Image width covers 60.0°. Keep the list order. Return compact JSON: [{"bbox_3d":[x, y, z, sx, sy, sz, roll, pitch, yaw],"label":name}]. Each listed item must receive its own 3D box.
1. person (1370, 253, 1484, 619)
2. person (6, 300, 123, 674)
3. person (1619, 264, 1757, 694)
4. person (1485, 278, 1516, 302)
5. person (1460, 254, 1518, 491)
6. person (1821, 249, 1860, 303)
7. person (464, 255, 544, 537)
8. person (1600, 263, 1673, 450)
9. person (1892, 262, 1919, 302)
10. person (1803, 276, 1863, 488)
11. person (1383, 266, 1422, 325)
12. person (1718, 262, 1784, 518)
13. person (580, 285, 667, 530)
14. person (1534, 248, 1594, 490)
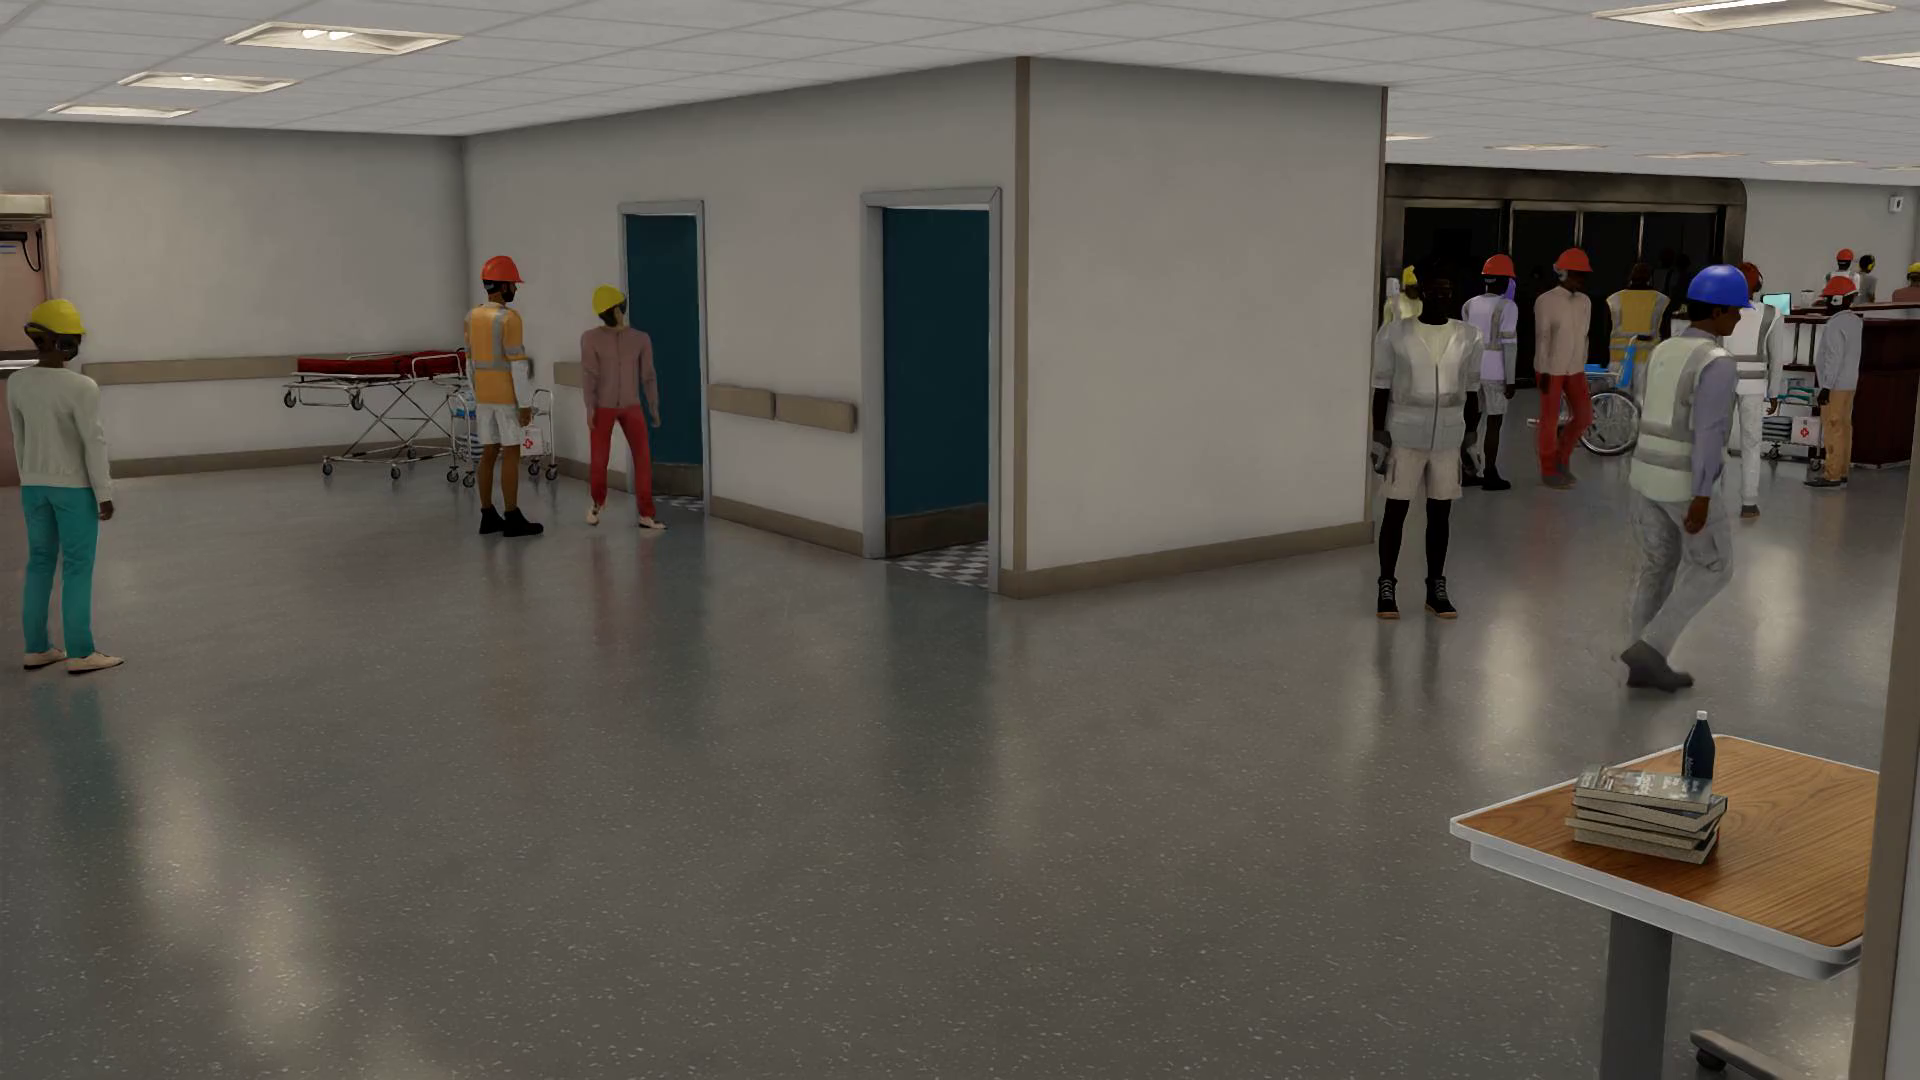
[{"bbox_3d":[2.508,-0.548,8.961,0.602,1.967,0.366,0,10,-1],"label":"person"},{"bbox_3d":[-4.237,-0.248,7.869,0.523,1.759,0.342,3,11,18],"label":"person"},{"bbox_3d":[3.239,-0.253,7.399,0.459,1.927,0.631,-1,10,-8],"label":"person"},{"bbox_3d":[7.271,-2.900,22.475,0.564,1.846,0.390,-8,13,-39],"label":"person"},{"bbox_3d":[4.364,-1.370,13.685,0.380,1.931,0.545,-6,12,-29],"label":"person"},{"bbox_3d":[13.464,-3.476,25.450,0.542,1.938,0.358,10,14,43],"label":"person"},{"bbox_3d":[-3.164,-0.992,11.531,0.551,1.934,0.373,7,12,36],"label":"person"},{"bbox_3d":[6.446,-1.716,15.895,0.629,1.835,0.429,4,11,23],"label":"person"},{"bbox_3d":[12.485,-2.743,21.822,0.525,1.769,0.311,8,13,36],"label":"person"},{"bbox_3d":[7.249,-1.307,13.808,0.341,1.750,0.566,10,14,44],"label":"person"},{"bbox_3d":[4.783,-1.992,17.578,0.600,1.776,0.868,0,10,0],"label":"person"},{"bbox_3d":[5.750,-1.103,12.300,0.575,1.885,0.355,5,11,24],"label":"person"},{"bbox_3d":[-2.407,-0.934,11.778,0.570,1.737,0.522,-6,12,-30],"label":"person"},{"bbox_3d":[4.963,-1.399,13.690,0.633,1.978,0.428,-4,11,-22],"label":"person"}]
